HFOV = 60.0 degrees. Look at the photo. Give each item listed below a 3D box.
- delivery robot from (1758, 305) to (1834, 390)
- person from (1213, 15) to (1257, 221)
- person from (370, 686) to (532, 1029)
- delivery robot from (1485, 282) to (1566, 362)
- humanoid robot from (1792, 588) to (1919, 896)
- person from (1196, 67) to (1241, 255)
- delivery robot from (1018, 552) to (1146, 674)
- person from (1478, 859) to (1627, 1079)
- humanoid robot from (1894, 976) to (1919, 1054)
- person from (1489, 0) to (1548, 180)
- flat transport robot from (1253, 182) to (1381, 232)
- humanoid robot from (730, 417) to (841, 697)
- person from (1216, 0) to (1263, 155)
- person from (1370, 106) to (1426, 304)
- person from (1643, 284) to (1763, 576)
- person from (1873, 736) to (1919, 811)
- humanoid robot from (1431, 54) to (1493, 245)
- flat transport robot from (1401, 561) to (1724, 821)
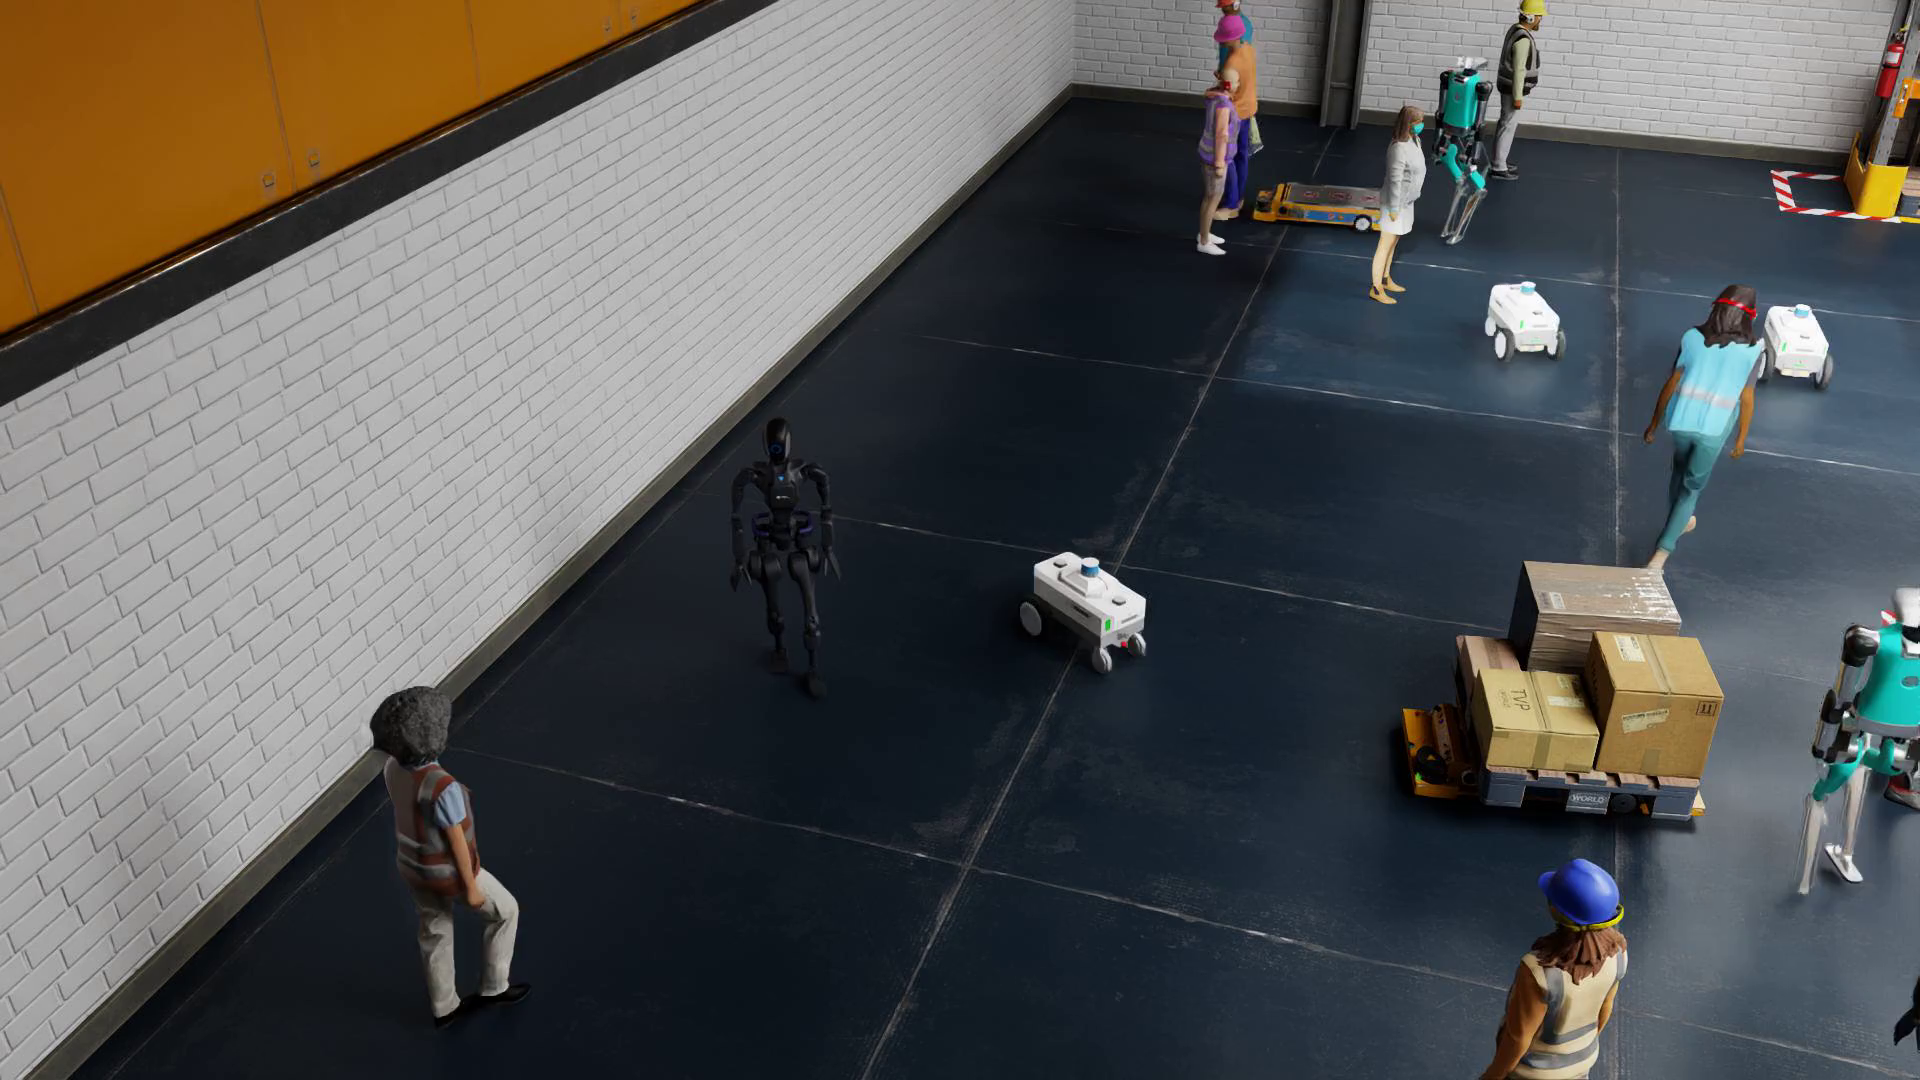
[{"bbox_3d":[6.476,-1.513,12.935,0.524,0.612,0.784,7,31,12],"label":"delivery robot"},{"bbox_3d":[2.645,-4.074,15.923,0.386,1.940,0.693,17,34,26],"label":"person"},{"bbox_3d":[-2.113,1.329,6.970,0.458,1.665,0.543,20,36,31],"label":"person"},{"bbox_3d":[4.521,-1.784,13.355,0.499,0.571,0.756,-2,31,-3],"label":"delivery robot"},{"bbox_3d":[4.170,0.895,7.680,0.555,1.802,0.780,8,31,13],"label":"humanoid robot"},{"bbox_3d":[2.332,-3.449,15.092,0.349,1.685,0.533,1,30,1],"label":"person"},{"bbox_3d":[0.734,0.381,9.715,0.499,0.614,0.815,-21,36,-32],"label":"delivery robot"},{"bbox_3d":[2.098,1.852,5.982,0.478,1.781,0.297,-12,32,-19],"label":"person"},{"bbox_3d":[3.859,1.808,6.197,0.591,1.621,0.672,21,36,31],"label":"humanoid robot"},{"bbox_3d":[5.663,-4.609,16.937,0.403,1.824,0.591,5,31,9],"label":"person"},{"bbox_3d":[3.597,-3.230,16.120,1.431,0.231,0.659,7,31,13],"label":"flat transport robot"},{"bbox_3d":[-0.962,0.076,9.114,0.613,1.639,0.558,-5,31,-9],"label":"humanoid robot"},{"bbox_3d":[2.948,-4.986,17.672,0.516,1.723,0.746,-10,32,-16],"label":"person"},{"bbox_3d":[3.728,-2.844,14.088,0.338,1.659,0.480,16,34,24],"label":"person"},{"bbox_3d":[4.529,-0.674,10.252,0.563,1.819,0.984,24,38,34],"label":"person"},{"bbox_3d":[4.920,0.532,8.240,0.306,1.772,0.524,8,31,13],"label":"person"},{"bbox_3d":[4.675,-3.566,15.259,0.677,1.823,0.539,-21,36,-31],"label":"humanoid robot"},{"bbox_3d":[3.084,1.124,8.713,1.431,0.231,0.659,4,31,6],"label":"flat transport robot"}]
